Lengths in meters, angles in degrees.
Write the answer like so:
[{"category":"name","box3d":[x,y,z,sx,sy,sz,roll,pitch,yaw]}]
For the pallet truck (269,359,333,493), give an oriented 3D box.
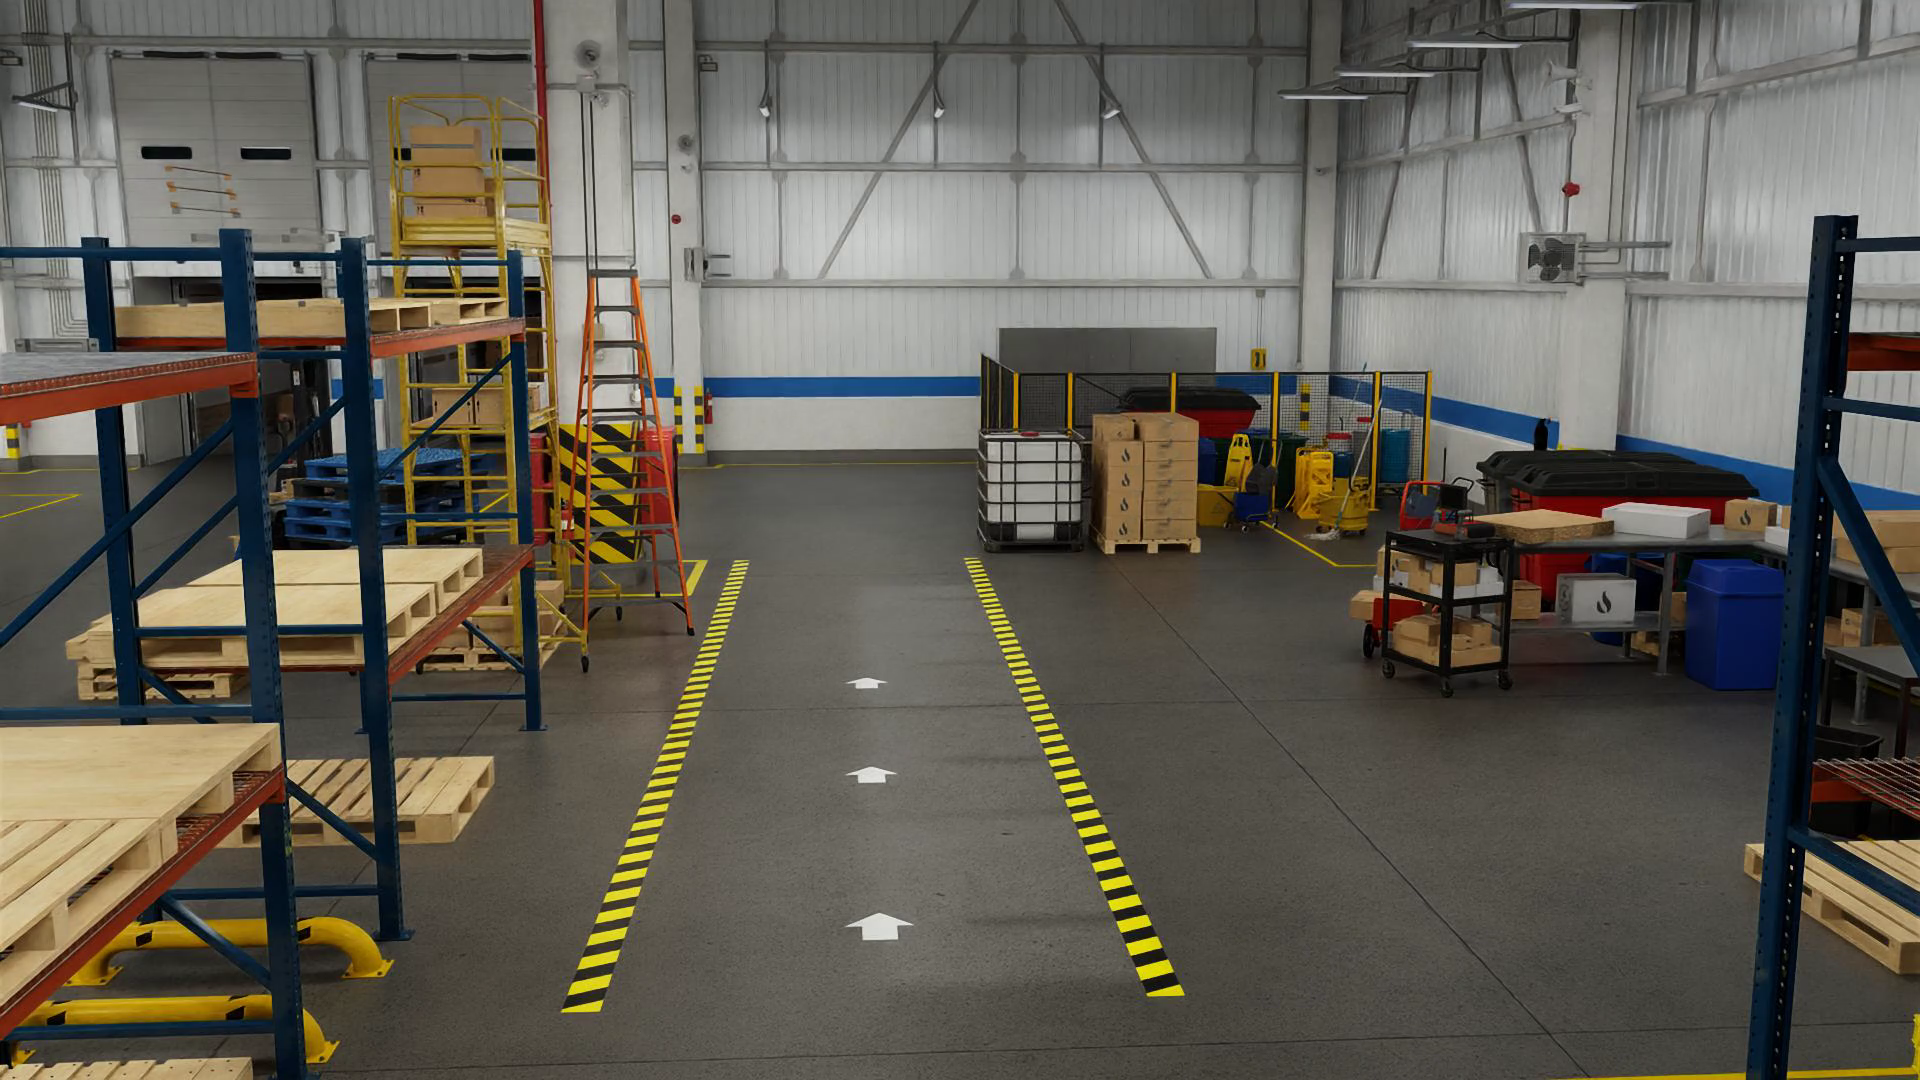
[{"category":"pallet truck","box3d":[-7.062,-1.131,18.996,1.885,1.965,0.823,2,9,13]}]
